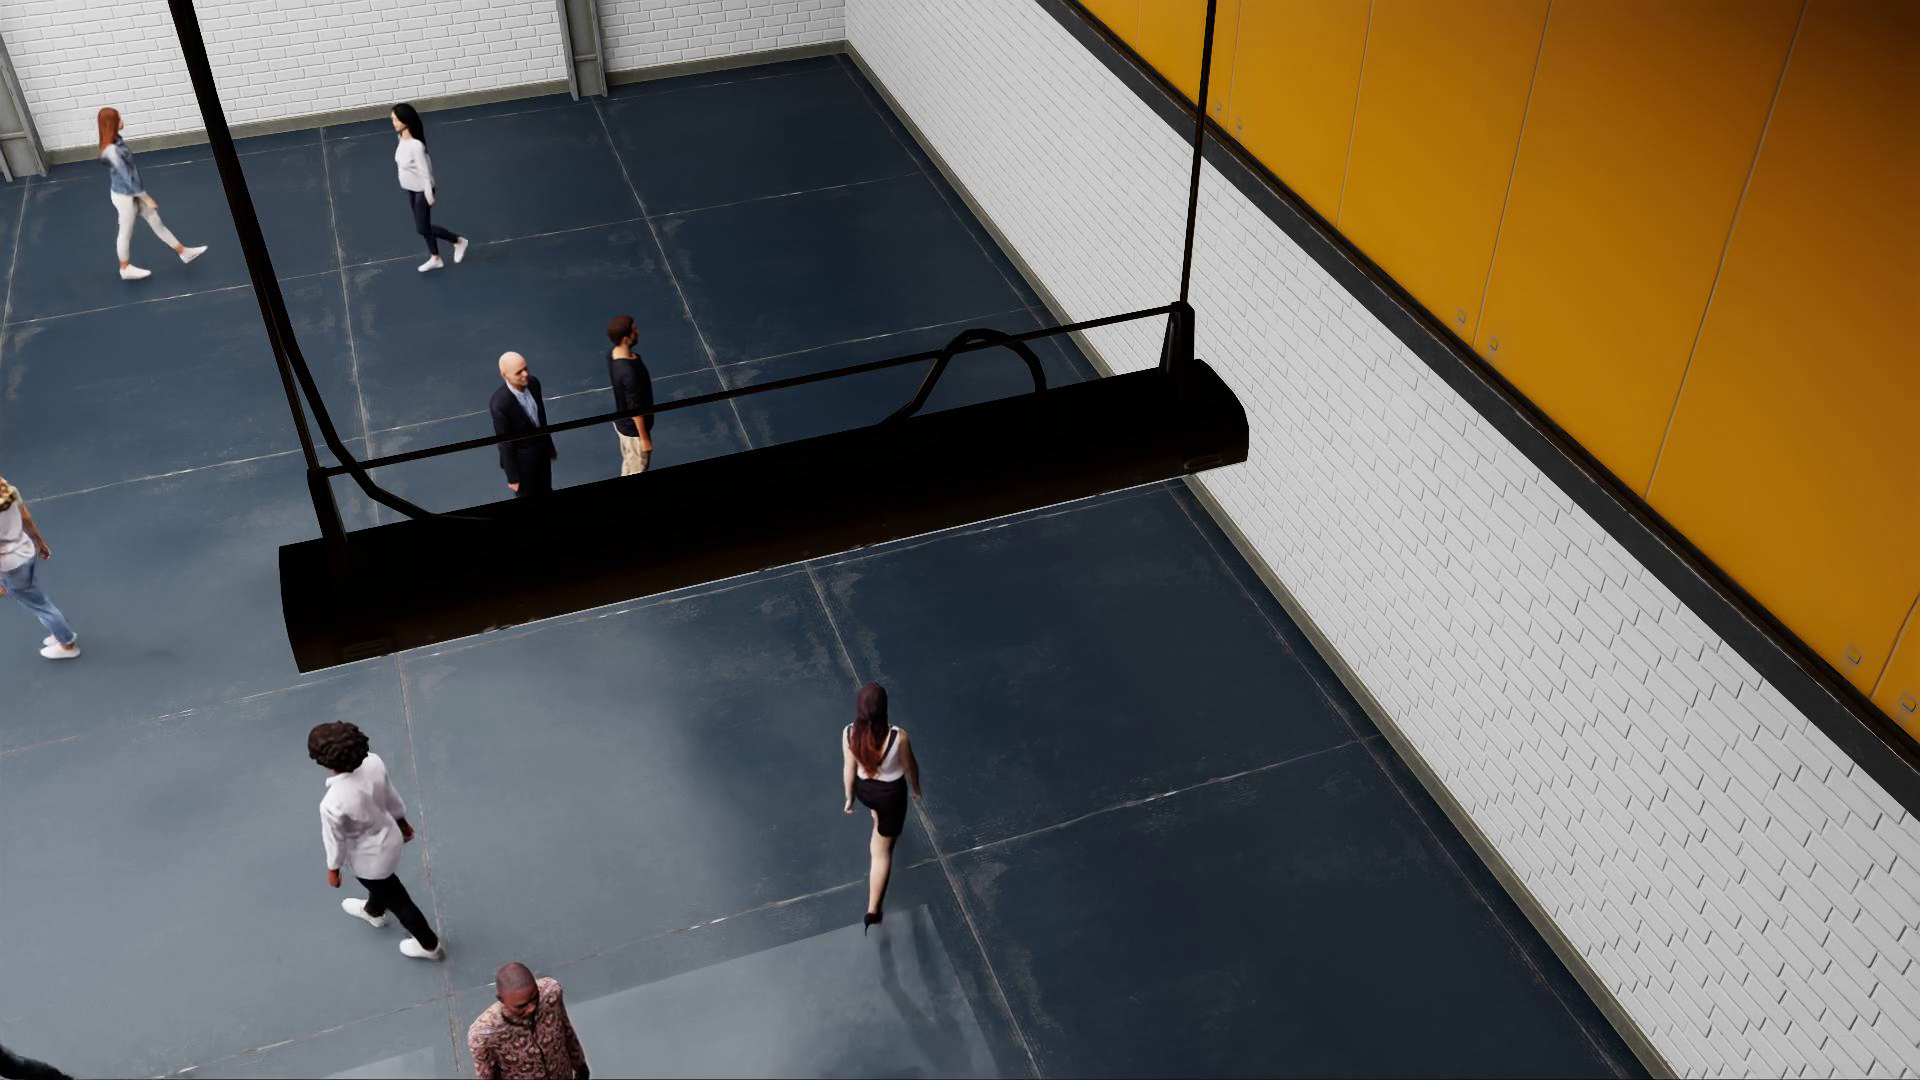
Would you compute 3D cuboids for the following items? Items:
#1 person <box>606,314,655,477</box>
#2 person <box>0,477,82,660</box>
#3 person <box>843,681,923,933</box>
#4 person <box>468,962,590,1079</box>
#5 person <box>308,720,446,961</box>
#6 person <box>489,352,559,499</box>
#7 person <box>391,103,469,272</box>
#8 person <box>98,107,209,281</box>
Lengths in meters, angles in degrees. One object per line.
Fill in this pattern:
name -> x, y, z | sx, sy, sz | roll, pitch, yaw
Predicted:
person -> -2.452, -0.855, 12.444 | 0.572, 1.850, 0.653 | -16, 41, -19
person -> -6.295, 0.166, 11.275 | 0.741, 1.713, 0.726 | 1, 39, 1
person -> -0.478, 1.564, 9.622 | 1.143, 1.591, 1.016 | 7, 39, 8
person -> -2.068, 2.673, 8.105 | 0.830, 1.751, 0.700 | 30, 47, 32
person -> -3.199, 1.724, 9.271 | 1.091, 1.779, 0.993 | 12, 40, 15
person -> -3.160, -0.606, 12.172 | 0.815, 1.799, 0.749 | 17, 42, 21
person -> -5.003, -3.329, 15.669 | 0.814, 1.691, 0.729 | -25, 45, -28
person -> -7.853, -3.177, 15.501 | 1.045, 1.662, 0.665 | -10, 40, -12
